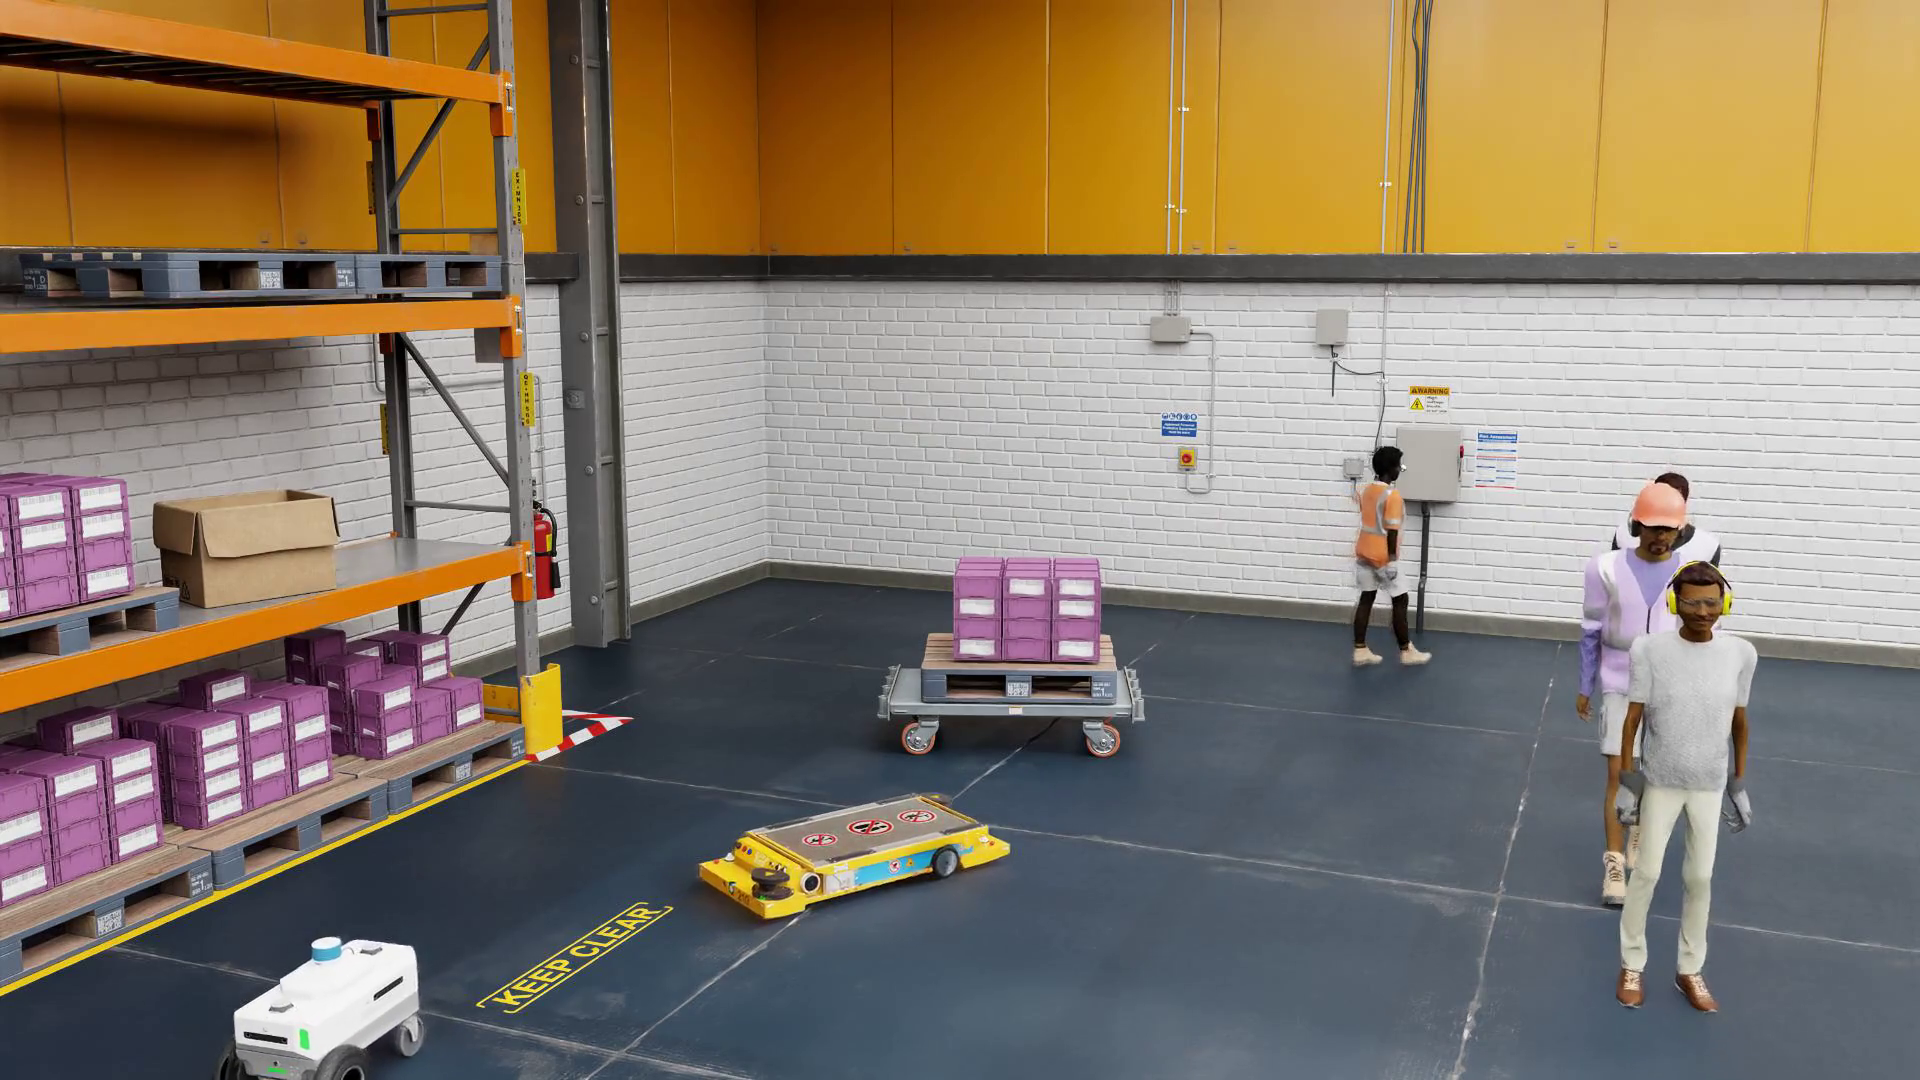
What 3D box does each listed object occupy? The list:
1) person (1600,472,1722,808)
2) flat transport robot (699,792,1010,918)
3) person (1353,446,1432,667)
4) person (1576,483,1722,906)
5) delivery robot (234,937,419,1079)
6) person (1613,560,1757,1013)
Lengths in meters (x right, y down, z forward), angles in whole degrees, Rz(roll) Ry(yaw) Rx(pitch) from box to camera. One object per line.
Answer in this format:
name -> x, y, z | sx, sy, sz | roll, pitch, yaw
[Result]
person -> 4.049, 0.525, 9.613 | 0.583, 1.881, 0.991 | 7, 12, 36
flat transport robot -> -0.511, 1.541, 8.293 | 1.431, 0.197, 0.652 | -7, 12, -36
person -> 3.281, 0.124, 12.581 | 0.643, 1.677, 0.554 | -3, 10, -16
person -> 3.317, 0.722, 8.020 | 0.631, 2.004, 0.865 | 3, 10, 18
delivery robot -> -2.322, 1.710, 6.131 | 0.477, 0.478, 0.707 | 3, 10, 16
person -> 2.946, 0.999, 6.768 | 0.533, 1.864, 0.308 | 1, 9, 8
